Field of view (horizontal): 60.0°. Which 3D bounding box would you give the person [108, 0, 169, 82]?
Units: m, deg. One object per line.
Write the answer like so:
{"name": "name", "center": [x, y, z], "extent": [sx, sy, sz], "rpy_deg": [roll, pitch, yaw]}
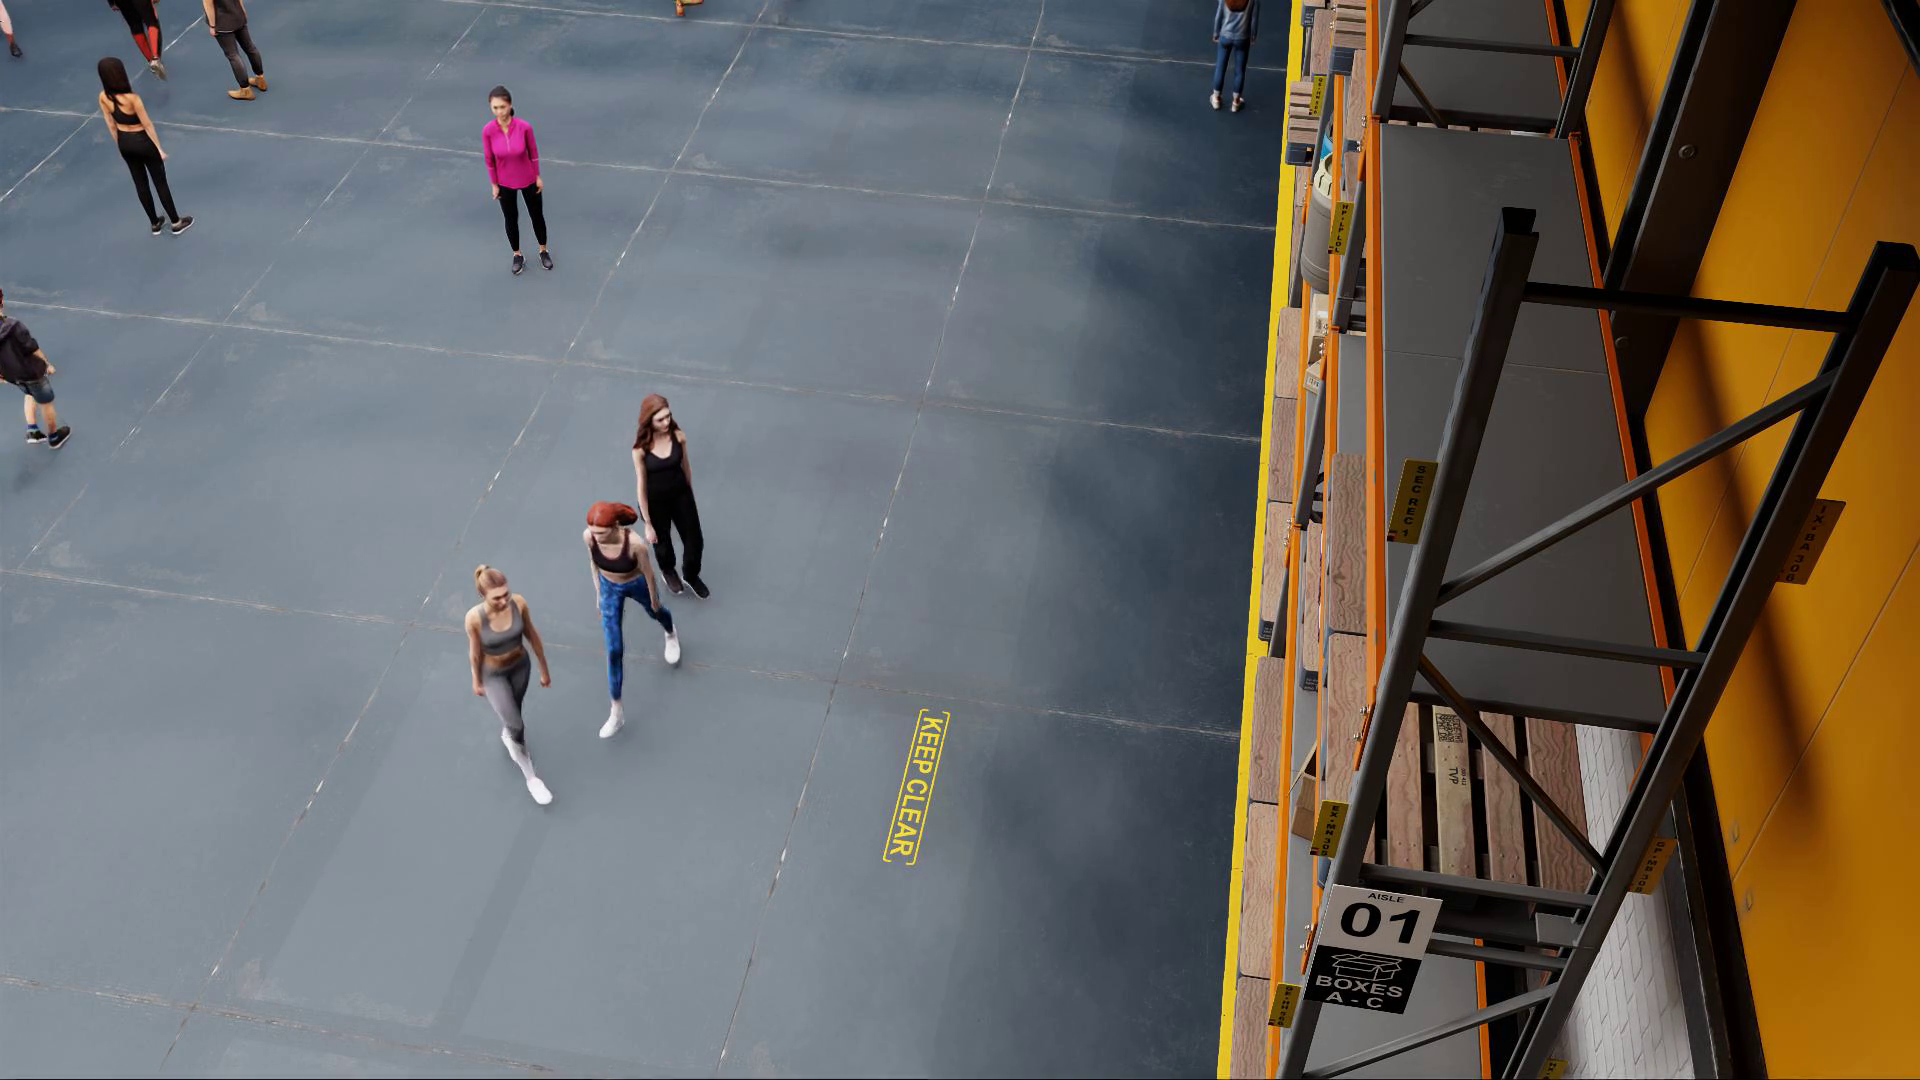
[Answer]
{"name": "person", "center": [-8.196, -5.370, 16.404], "extent": [0.917, 1.790, 1.094], "rpy_deg": [-13, 45, -13]}

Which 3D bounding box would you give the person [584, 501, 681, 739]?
{"name": "person", "center": [-2.072, 0.316, 10.507], "extent": [0.558, 1.703, 1.249], "rpy_deg": [4, 44, 5]}

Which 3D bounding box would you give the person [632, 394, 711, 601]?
{"name": "person", "center": [-2.023, -0.324, 11.153], "extent": [0.789, 1.727, 0.851], "rpy_deg": [-23, 48, -22]}

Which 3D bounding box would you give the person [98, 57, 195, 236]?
{"name": "person", "center": [-7.144, -3.411, 14.456], "extent": [0.567, 1.642, 0.517], "rpy_deg": [3, 44, 3]}

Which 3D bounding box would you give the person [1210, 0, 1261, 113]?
{"name": "person", "center": [2.663, -4.876, 16.117], "extent": [0.586, 1.471, 0.522], "rpy_deg": [12, 45, 12]}

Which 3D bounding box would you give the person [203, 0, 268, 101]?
{"name": "person", "center": [-7.149, -5.132, 16.212], "extent": [0.735, 1.711, 0.583], "rpy_deg": [19, 47, 19]}

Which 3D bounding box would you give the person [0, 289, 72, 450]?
{"name": "person", "center": [-6.974, -1.233, 12.318], "extent": [0.537, 1.436, 0.574], "rpy_deg": [5, 44, 5]}

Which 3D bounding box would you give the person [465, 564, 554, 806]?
{"name": "person", "center": [-2.780, 0.747, 10.067], "extent": [0.964, 1.675, 0.992], "rpy_deg": [-28, 50, -26]}

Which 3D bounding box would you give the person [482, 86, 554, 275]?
{"name": "person", "center": [-3.735, -3.038, 14.030], "extent": [0.675, 1.698, 0.689], "rpy_deg": [-10, 45, -11]}
